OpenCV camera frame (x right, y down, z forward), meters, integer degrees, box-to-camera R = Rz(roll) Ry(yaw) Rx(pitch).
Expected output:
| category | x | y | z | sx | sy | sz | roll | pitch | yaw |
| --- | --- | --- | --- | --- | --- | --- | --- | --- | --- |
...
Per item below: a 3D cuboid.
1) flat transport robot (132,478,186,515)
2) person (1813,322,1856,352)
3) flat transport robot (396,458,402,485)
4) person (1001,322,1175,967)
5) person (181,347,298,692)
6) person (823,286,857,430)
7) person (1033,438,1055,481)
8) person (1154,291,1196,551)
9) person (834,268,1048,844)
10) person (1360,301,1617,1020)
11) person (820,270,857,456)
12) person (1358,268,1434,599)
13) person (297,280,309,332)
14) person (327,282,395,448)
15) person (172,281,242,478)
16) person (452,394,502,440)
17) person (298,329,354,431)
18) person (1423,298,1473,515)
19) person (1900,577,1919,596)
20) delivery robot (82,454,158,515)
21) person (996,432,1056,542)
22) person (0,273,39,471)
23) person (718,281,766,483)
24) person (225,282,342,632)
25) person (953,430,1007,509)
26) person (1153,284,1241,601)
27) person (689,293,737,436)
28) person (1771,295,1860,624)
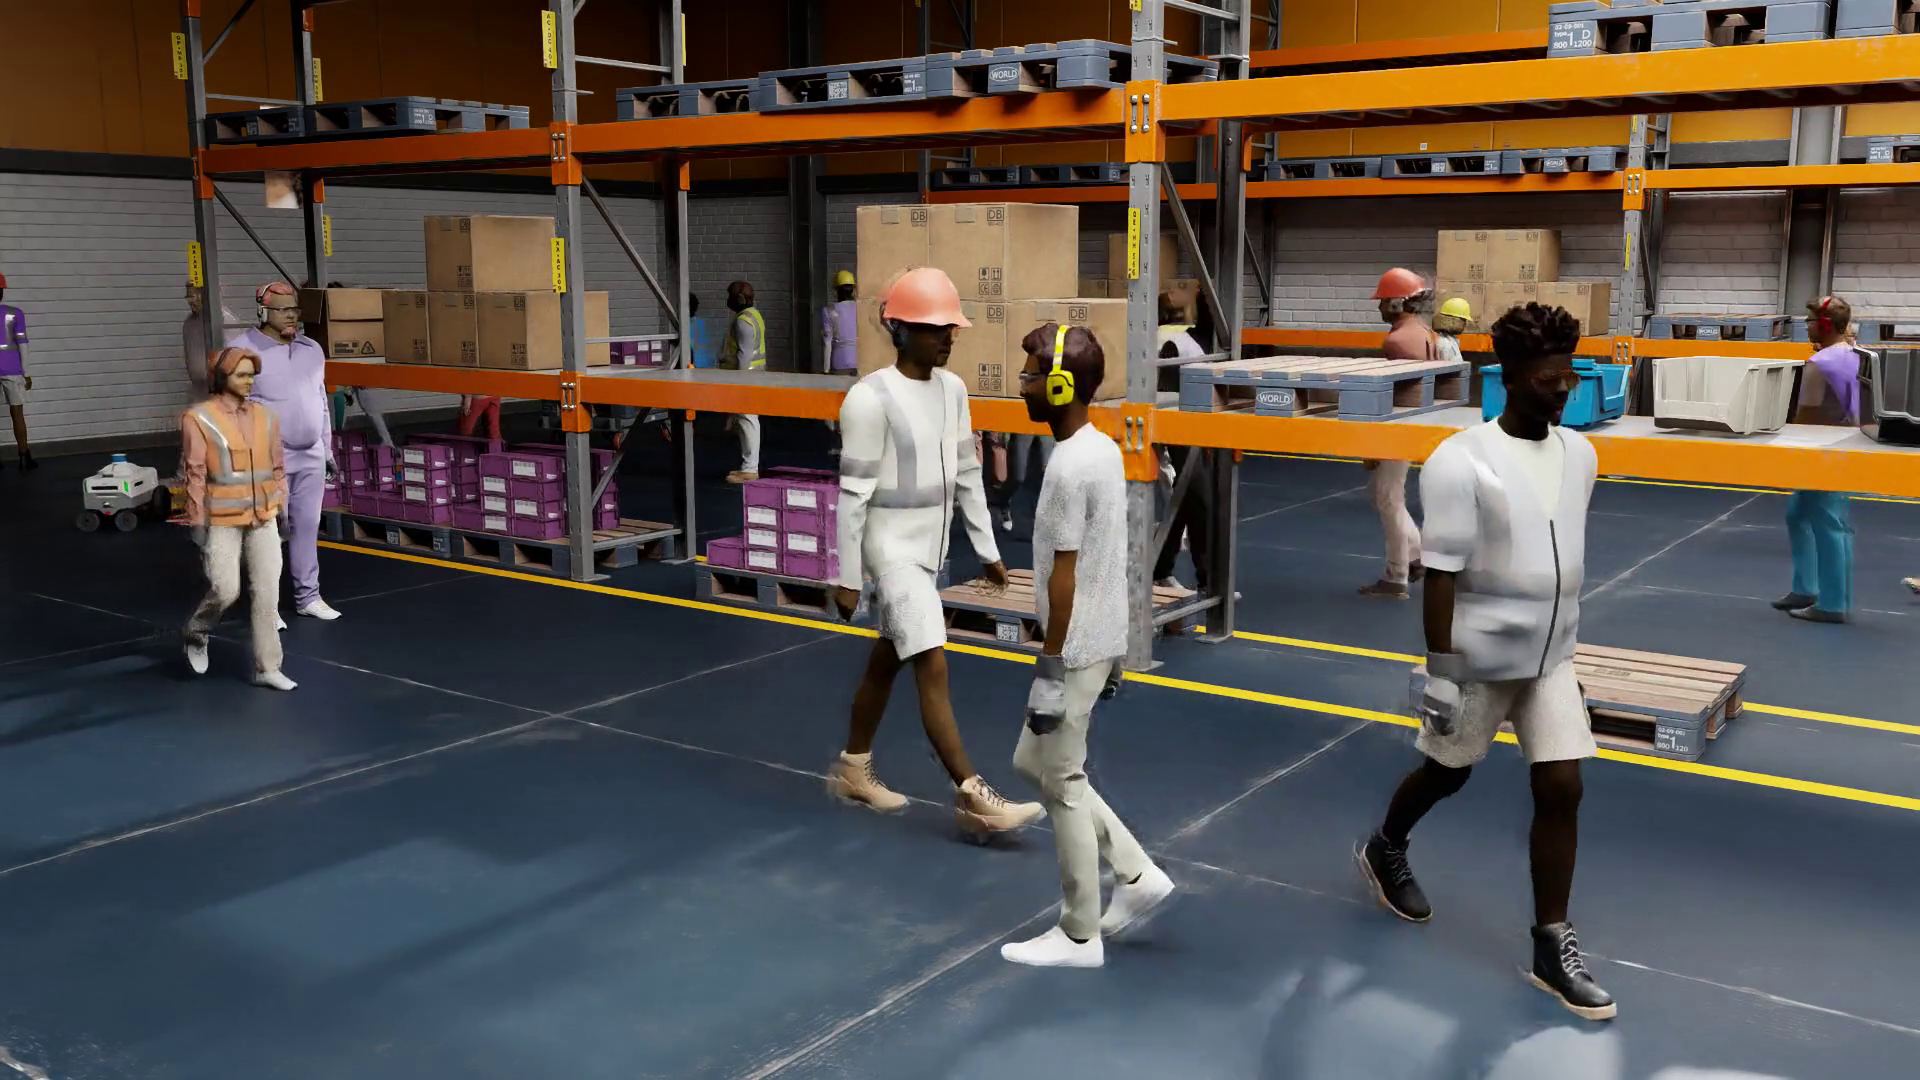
| category | x | y | z | sx | sy | sz | roll | pitch | yaw |
| --- | --- | --- | --- | --- | --- | --- | --- | --- | --- |
| flat transport robot | -6.191 | -0.400 | 13.680 | 1.431 | 0.197 | 0.652 | -9 | 13 | -44 |
| person | 5.883 | -0.676 | 11.269 | 0.277 | 1.636 | 0.502 | 7 | 12 | 36 |
| flat transport robot | -5.218 | -0.576 | 14.732 | 0.652 | 0.197 | 1.431 | 8 | 12 | 39 |
| person | 0.317 | 0.323 | 4.682 | 0.425 | 1.857 | 0.509 | 2 | 10 | 9 |
| person | -3.411 | -0.096 | 7.820 | 0.541 | 1.620 | 0.531 | 6 | 11 | 31 |
| person | -1.346 | -2.150 | 19.563 | 0.579 | 1.817 | 0.988 | -4 | 10 | -23 |
| person | 0.935 | -1.415 | 14.852 | 0.632 | 1.919 | 0.839 | -7 | 12 | -36 |
| person | 1.443 | -0.850 | 11.814 | 0.622 | 1.800 | 0.798 | -5 | 11 | -28 |
| person | -0.072 | 0.060 | 5.844 | 1.036 | 1.986 | 0.617 | 6 | 11 | 31 |
| person | 1.504 | 0.280 | 4.747 | 0.602 | 1.928 | 0.968 | -4 | 10 | -22 |
| person | -1.178 | -1.829 | 17.276 | 0.586 | 1.925 | 0.369 | -5 | 11 | -26 |
| person | 2.596 | -0.625 | 9.954 | 0.434 | 1.981 | 0.617 | 5 | 11 | 28 |
| person | -6.216 | -1.572 | 15.967 | 0.659 | 1.855 | 0.588 | -8 | 13 | -41 |
| person | -6.283 | -1.725 | 17.007 | 0.954 | 1.804 | 0.513 | -4 | 10 | -23 |
| person | -6.538 | -1.310 | 14.384 | 0.678 | 1.857 | 0.946 | 4 | 10 | 24 |
| person | -4.111 | -1.210 | 14.153 | 0.469 | 1.737 | 0.546 | 2 | 10 | 12 |
| person | -5.555 | -1.298 | 14.610 | 0.326 | 1.761 | 0.523 | 5 | 11 | 26 |
| person | 3.815 | -1.018 | 13.011 | 0.312 | 1.736 | 0.483 | 3 | 10 | 15 |
| person | 5.883 | -0.464 | 9.454 | 0.903 | 1.811 | 0.517 | 5 | 11 | 30 |
| delivery robot | -6.374 | -0.413 | 12.637 | 0.477 | 0.478 | 0.707 | -1 | 10 | -8 |
| person | 0.492 | -0.790 | 12.007 | 0.521 | 1.609 | 0.636 | -4 | 10 | -24 |
| person | -9.252 | -1.627 | 16.033 | 0.543 | 1.939 | 0.370 | -3 | 10 | -15 |
| person | -1.993 | -1.443 | 15.227 | 0.429 | 1.844 | 0.627 | 0 | 10 | -1 |
| person | -3.720 | -0.462 | 9.191 | 0.406 | 1.904 | 0.654 | 6 | 11 | 31 |
| person | 0.145 | -1.196 | 13.568 | 0.651 | 1.904 | 0.403 | -8 | 13 | -41 |
| person | 1.475 | -0.569 | 9.889 | 0.863 | 1.878 | 0.616 | 9 | 13 | 43 |
| person | -2.945 | -1.995 | 19.015 | 0.777 | 1.676 | 0.528 | 3 | 10 | 15 |
| person | 4.775 | -0.451 | 9.348 | 0.587 | 1.822 | 0.616 | -8 | 13 | -41 |
